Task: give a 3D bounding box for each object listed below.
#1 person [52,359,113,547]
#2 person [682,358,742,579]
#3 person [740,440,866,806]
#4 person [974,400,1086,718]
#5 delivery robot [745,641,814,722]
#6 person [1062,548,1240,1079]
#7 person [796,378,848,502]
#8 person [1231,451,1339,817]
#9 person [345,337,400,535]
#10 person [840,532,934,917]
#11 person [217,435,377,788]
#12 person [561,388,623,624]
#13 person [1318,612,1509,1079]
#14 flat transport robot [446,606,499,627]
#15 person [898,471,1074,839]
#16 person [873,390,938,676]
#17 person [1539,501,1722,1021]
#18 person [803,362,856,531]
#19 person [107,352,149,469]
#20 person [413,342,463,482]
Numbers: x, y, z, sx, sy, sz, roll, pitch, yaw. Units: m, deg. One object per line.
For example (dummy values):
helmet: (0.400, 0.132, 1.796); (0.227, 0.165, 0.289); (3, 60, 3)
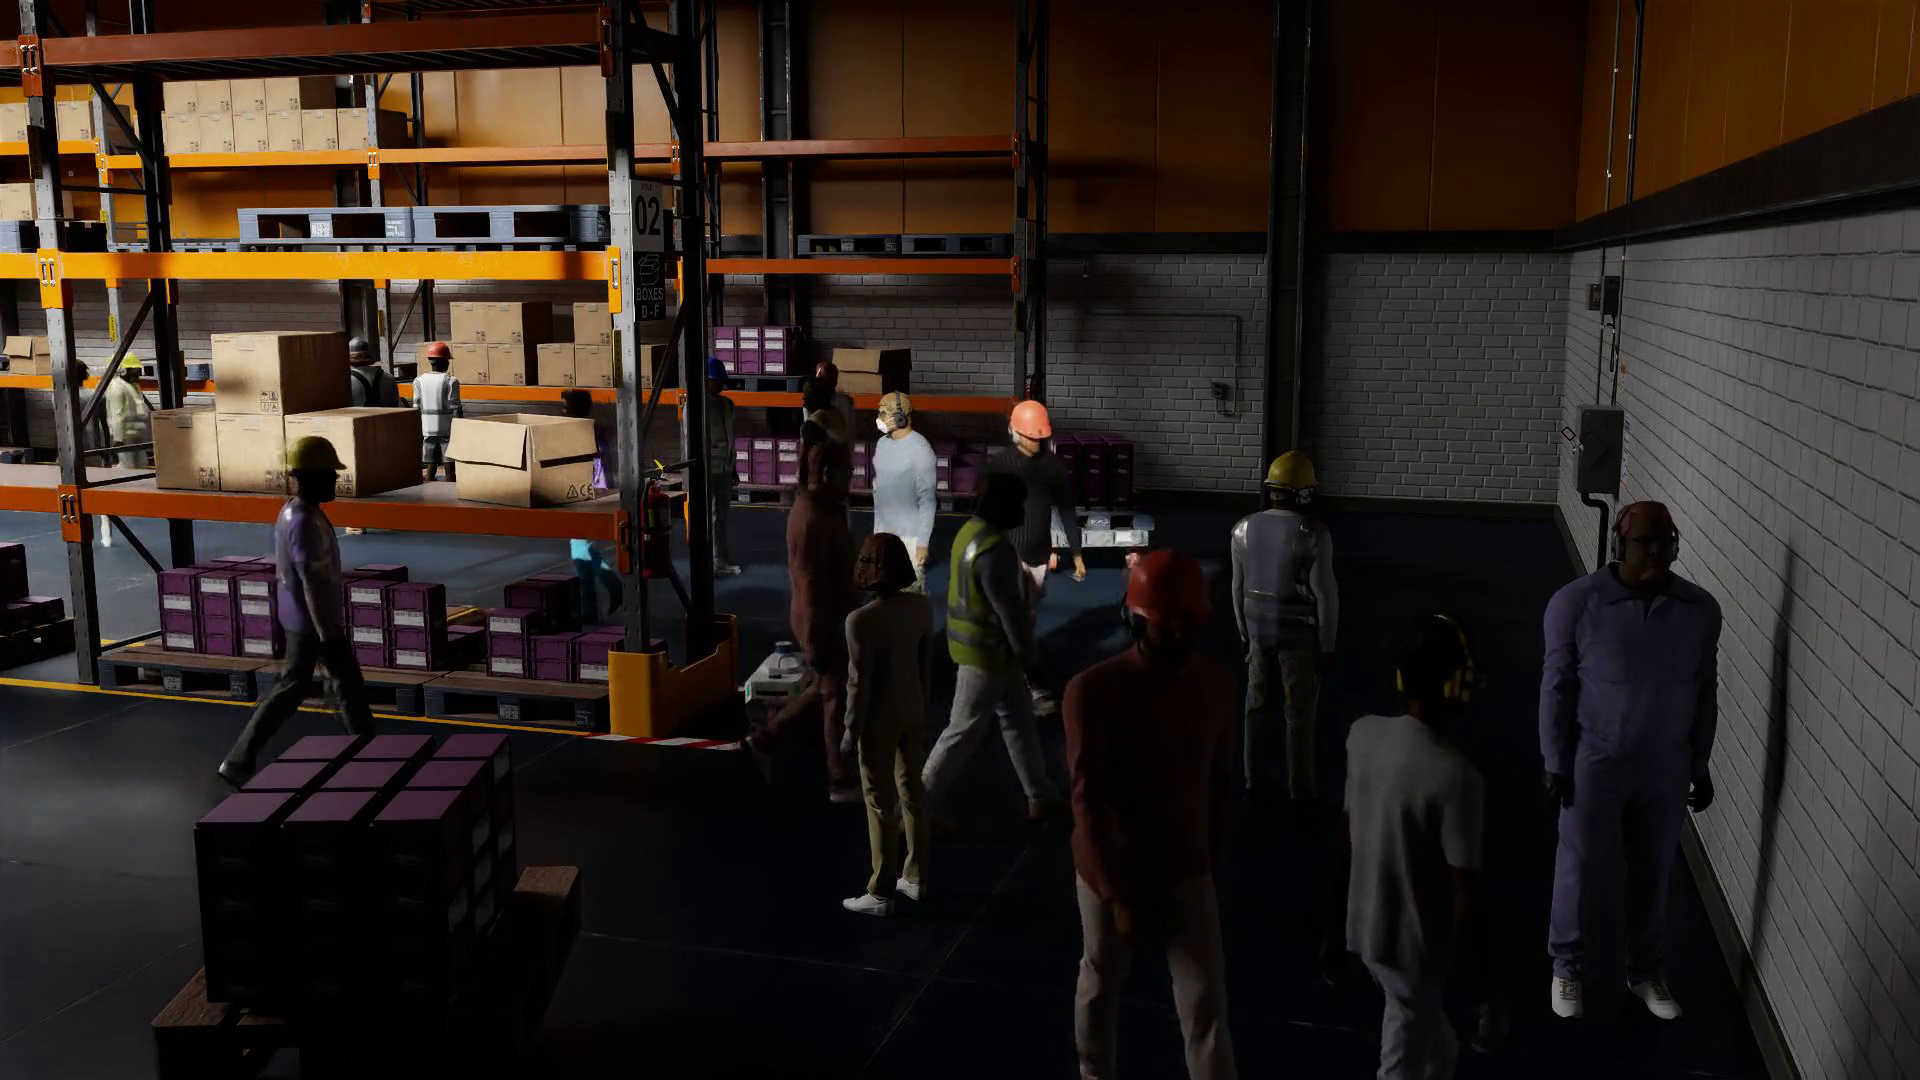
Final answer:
person: (-8.547, -0.838, 16.210); (0.309, 1.864, 0.534); (9, 13, 42)
person: (-2.185, -0.636, 14.719); (0.388, 1.947, 0.615); (6, 11, 33)
person: (-0.740, 0.428, 8.427); (0.672, 1.881, 0.658); (-1, 9, -4)
person: (0.446, 0.104, 10.242); (0.715, 1.923, 1.014); (-5, 11, -30)
delivery robot: (-1.023, 0.835, 9.704); (0.477, 0.478, 0.707); (1, 9, 6)
person: (0.598, 0.982, 4.881); (0.598, 1.932, 1.005); (-3, 10, -18)
person: (-1.161, -0.436, 13.855); (0.451, 1.828, 0.657); (3, 10, 15)
person: (1.644, 0.467, 8.351); (0.590, 1.833, 0.404); (9, 13, 43)
person: (-6.155, -1.083, 17.164); (0.535, 2.000, 0.674); (9, 13, 43)
person: (-0.308, 0.777, 7.066); (0.280, 1.633, 0.501); (8, 12, 39)
person: (-3.419, 0.390, 8.686); (0.983, 1.889, 0.597); (-3, 10, -15)
person: (-2.855, -0.254, 12.755); (0.448, 1.827, 0.589); (1, 9, 6)
person: (1.277, 1.105, 4.440); (0.727, 1.836, 0.577); (-3, 10, -19)
flat transport robot: (-4.126, 0.614, 12.202); (1.431, 0.197, 0.652); (3, 10, 15)
person: (0.131, 0.552, 8.023); (0.951, 1.788, 0.606); (-1, 9, -5)
person: (-0.384, -0.026, 11.047); (0.377, 1.936, 0.628); (-6, 11, -33)
person: (2.438, 0.804, 6.058); (0.642, 1.913, 0.409); (0, 9, 1)
person: (-1.204, -0.684, 15.213); (0.575, 1.885, 0.355); (-9, 13, -44)
person: (-9.394, -1.203, 18.617); (0.700, 1.812, 0.605); (-1, 9, -6)
person: (-5.630, -1.176, 18.052); (0.551, 1.933, 0.369); (2, 10, 12)
